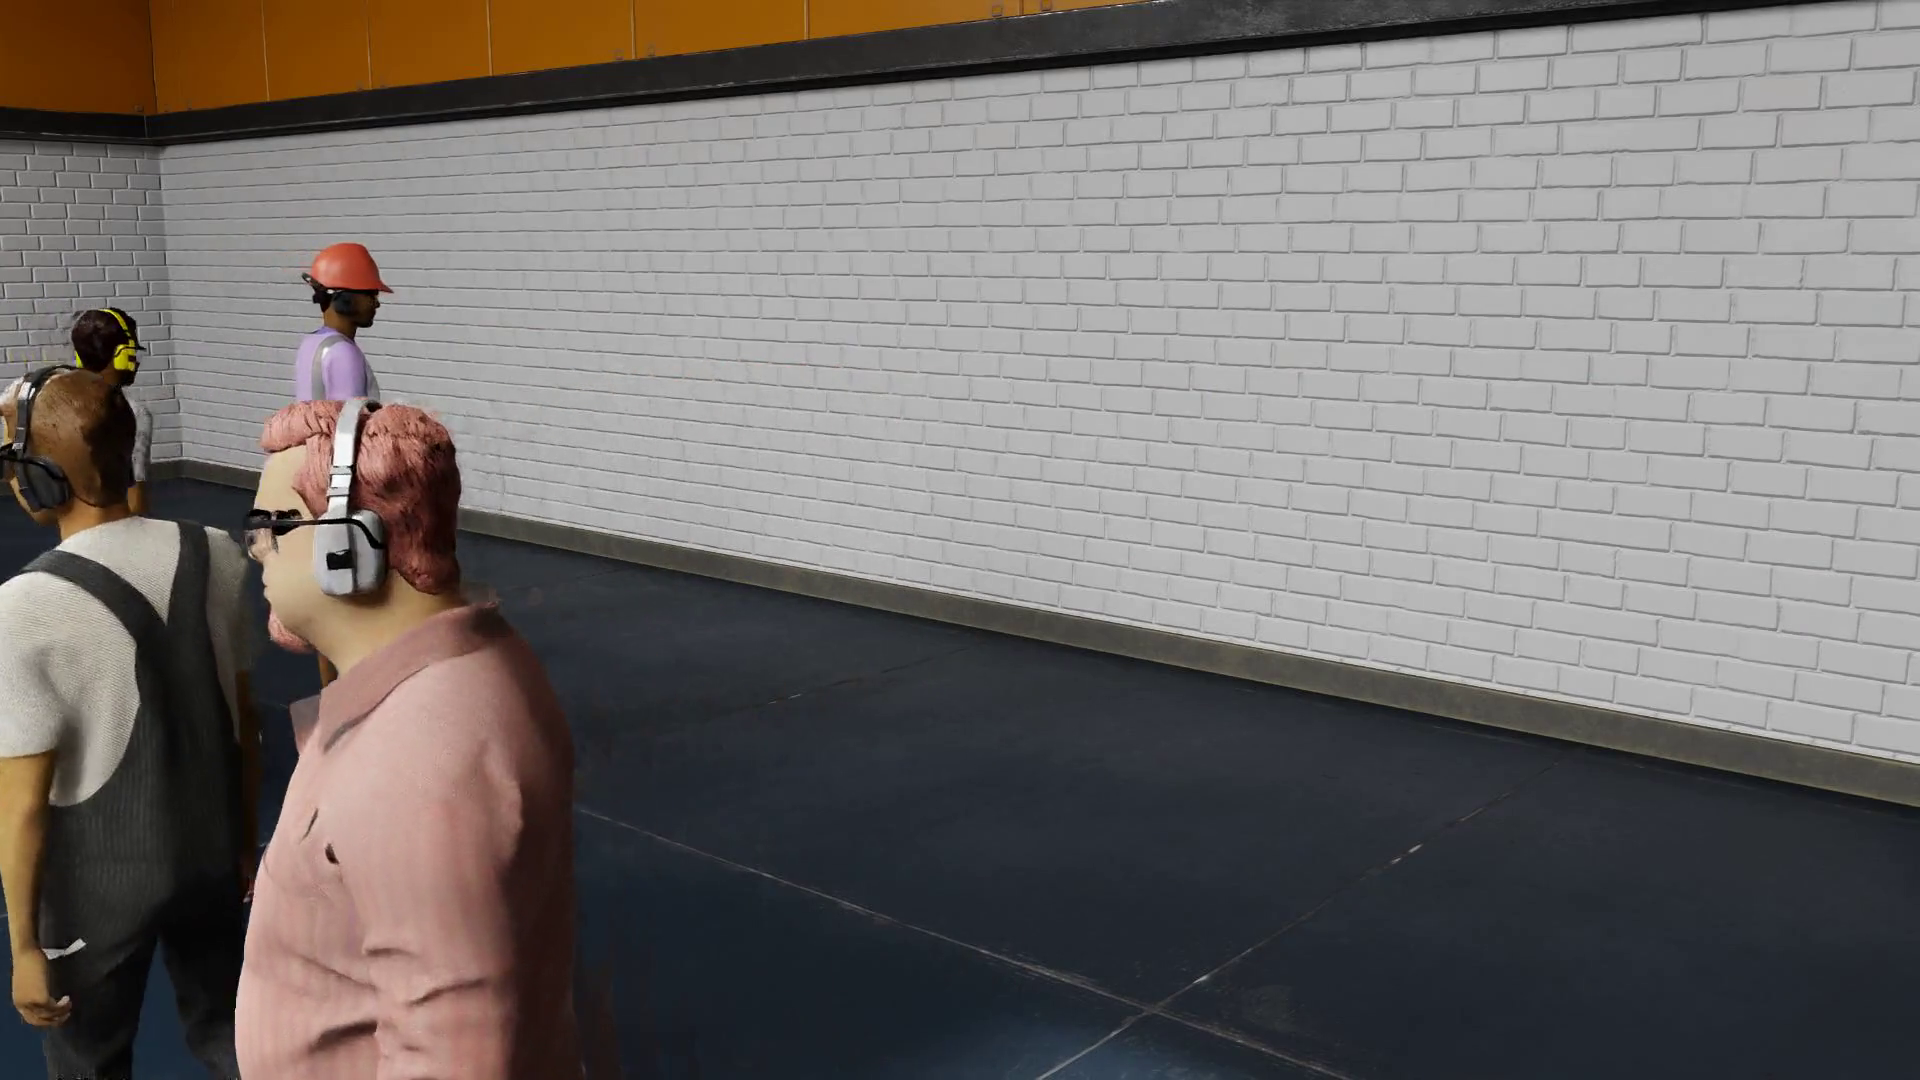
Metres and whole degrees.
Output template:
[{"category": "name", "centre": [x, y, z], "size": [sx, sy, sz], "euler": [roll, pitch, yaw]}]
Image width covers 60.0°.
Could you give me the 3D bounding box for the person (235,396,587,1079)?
[{"category": "person", "centre": [-0.599, 0.748, 2.045], "size": [0.990, 1.867, 0.653], "euler": [-1, 10, -8]}]

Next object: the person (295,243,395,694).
[{"category": "person", "centre": [-2.450, -0.169, 6.742], "size": [0.394, 2.039, 0.614], "euler": [-7, 12, -33]}]

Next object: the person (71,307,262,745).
[{"category": "person", "centre": [-3.008, 0.089, 5.945], "size": [0.562, 1.809, 0.975], "euler": [4, 11, 19]}]

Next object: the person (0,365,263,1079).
[{"category": "person", "centre": [-1.420, 0.603, 2.947], "size": [0.702, 1.828, 0.555], "euler": [5, 11, 29]}]
